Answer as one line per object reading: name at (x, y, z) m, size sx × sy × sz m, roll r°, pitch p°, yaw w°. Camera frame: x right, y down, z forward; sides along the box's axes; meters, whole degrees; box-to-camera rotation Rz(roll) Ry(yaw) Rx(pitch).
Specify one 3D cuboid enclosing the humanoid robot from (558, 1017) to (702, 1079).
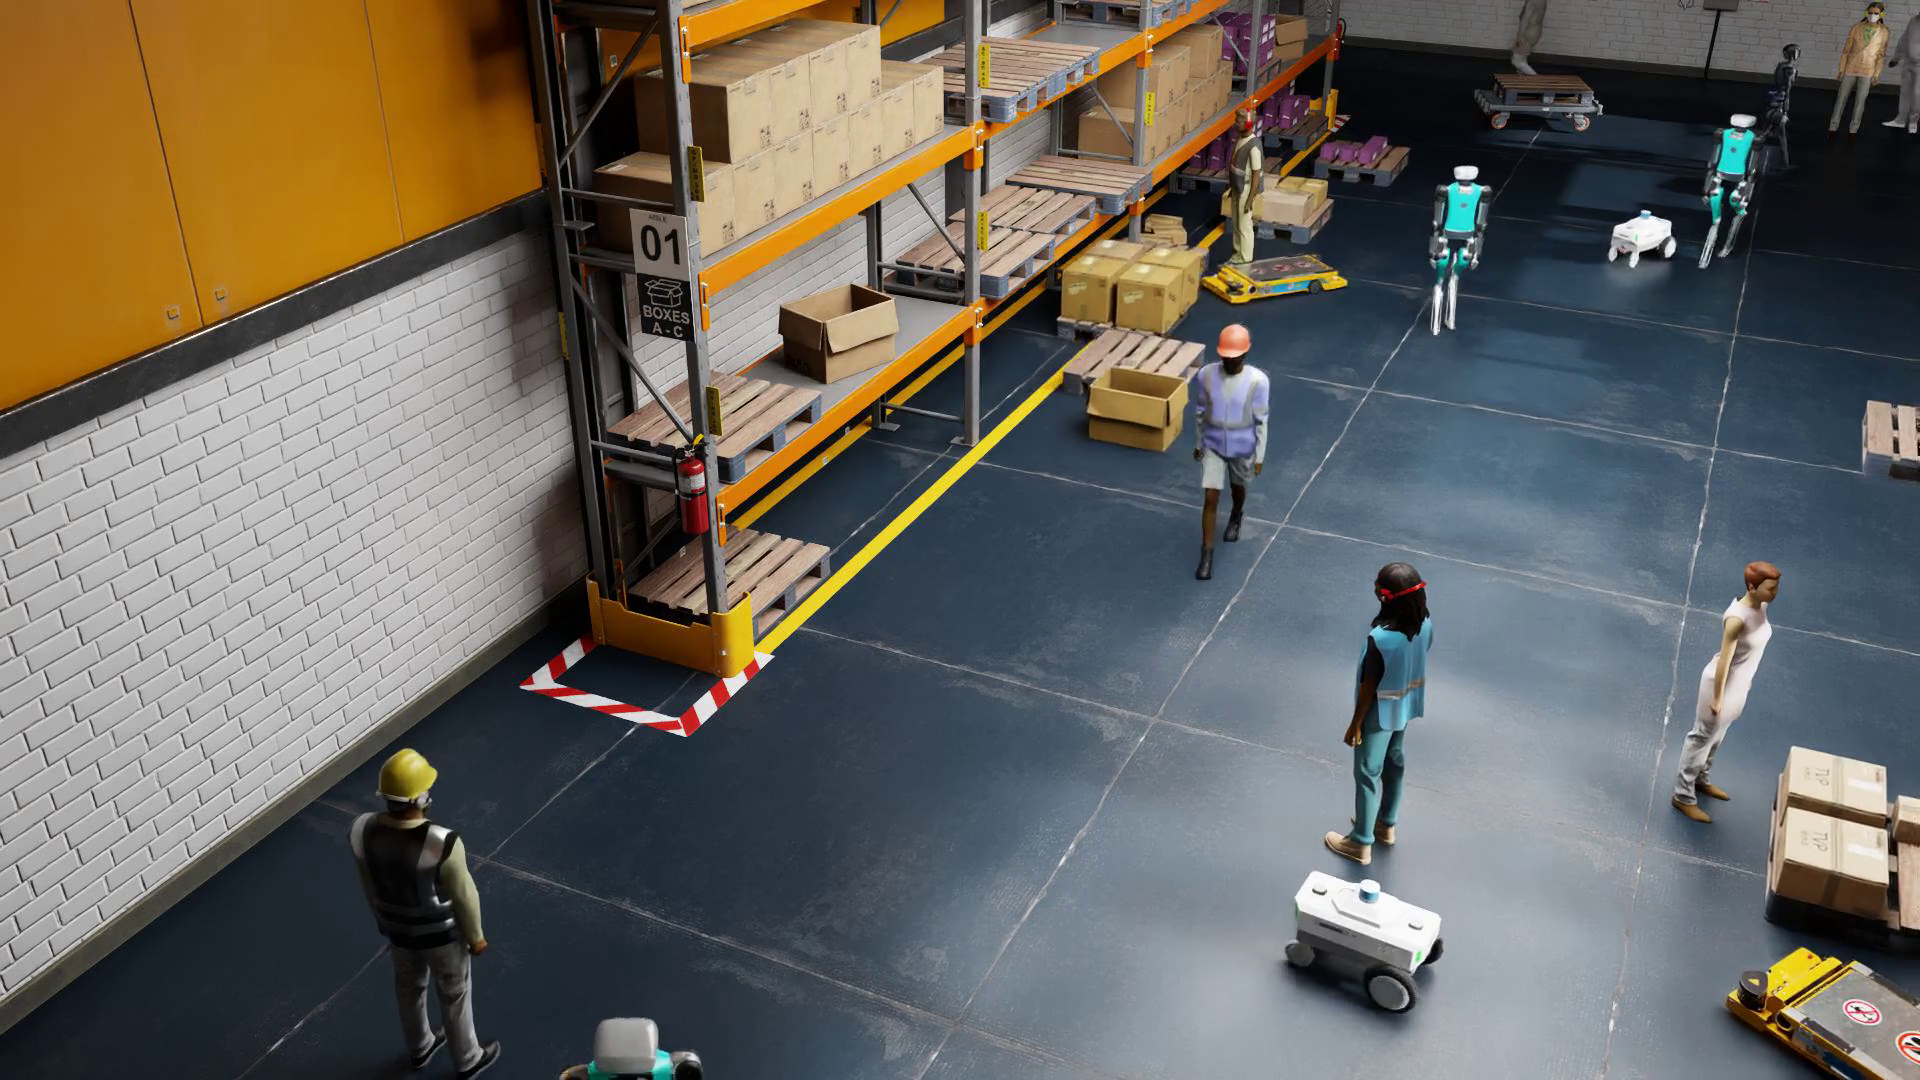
humanoid robot at (-1.167, 2.724, 6.228) m, size 0.544 × 1.894 × 0.802 m, roll -6°, pitch 29°, yaw -11°

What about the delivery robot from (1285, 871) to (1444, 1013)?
delivery robot at (2.120, 2.043, 8.647) m, size 0.794 × 0.603 × 0.499 m, roll 16°, pitch 32°, yaw 27°

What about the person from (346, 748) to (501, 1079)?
person at (-2.497, 1.776, 7.802) m, size 0.594 × 1.822 × 0.405 m, roll 8°, pitch 29°, yaw 15°

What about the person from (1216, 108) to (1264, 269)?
person at (3.088, -3.771, 18.060) m, size 0.373 × 1.842 × 0.568 m, roll -5°, pitch 29°, yaw -9°

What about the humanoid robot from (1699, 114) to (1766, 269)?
humanoid robot at (8.598, -3.907, 18.478) m, size 0.549 × 1.765 × 0.940 m, roll 20°, pitch 34°, yaw 32°

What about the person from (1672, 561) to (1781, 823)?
person at (4.480, 0.855, 9.673) m, size 0.445 × 1.661 × 0.288 m, roll -25°, pitch 37°, yaw -38°

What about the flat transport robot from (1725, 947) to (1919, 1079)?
flat transport robot at (4.564, 2.507, 8.079) m, size 0.659 × 0.231 × 1.431 m, roll -17°, pitch 33°, yaw -29°

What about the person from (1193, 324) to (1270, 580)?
person at (2.006, -0.729, 12.372) m, size 0.554 × 1.893 × 0.964 m, roll 9°, pitch 30°, yaw 16°

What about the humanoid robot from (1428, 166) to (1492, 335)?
humanoid robot at (4.899, -2.896, 16.538) m, size 0.534 × 1.788 × 0.693 m, roll 4°, pitch 29°, yaw 7°

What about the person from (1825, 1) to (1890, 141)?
person at (12.522, -6.533, 23.152) m, size 0.550 × 1.876 × 0.412 m, roll 14°, pitch 32°, yaw 25°

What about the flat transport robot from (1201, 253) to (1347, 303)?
flat transport robot at (3.400, -2.826, 17.968) m, size 1.431 × 0.231 × 0.659 m, roll -11°, pitch 30°, yaw -19°

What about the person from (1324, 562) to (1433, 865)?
person at (2.361, 0.970, 9.257) m, size 0.502 × 1.862 × 0.391 m, roll -22°, pitch 35°, yaw -35°

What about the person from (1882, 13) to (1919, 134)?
person at (13.507, -6.738, 23.531) m, size 0.399 × 1.889 × 0.787 m, roll -10°, pitch 30°, yaw -18°

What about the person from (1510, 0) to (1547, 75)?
person at (8.703, -7.686, 25.354) m, size 0.586 × 1.813 × 0.526 m, roll 21°, pitch 35°, yaw 33°

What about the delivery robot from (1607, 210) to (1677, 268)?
delivery robot at (7.694, -3.418, 18.767) m, size 0.798 × 0.597 × 0.499 m, roll -19°, pitch 34°, yaw -31°

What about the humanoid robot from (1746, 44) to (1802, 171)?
humanoid robot at (10.772, -5.658, 21.761) m, size 0.722 × 1.634 × 0.589 m, roll 5°, pitch 29°, yaw 9°
